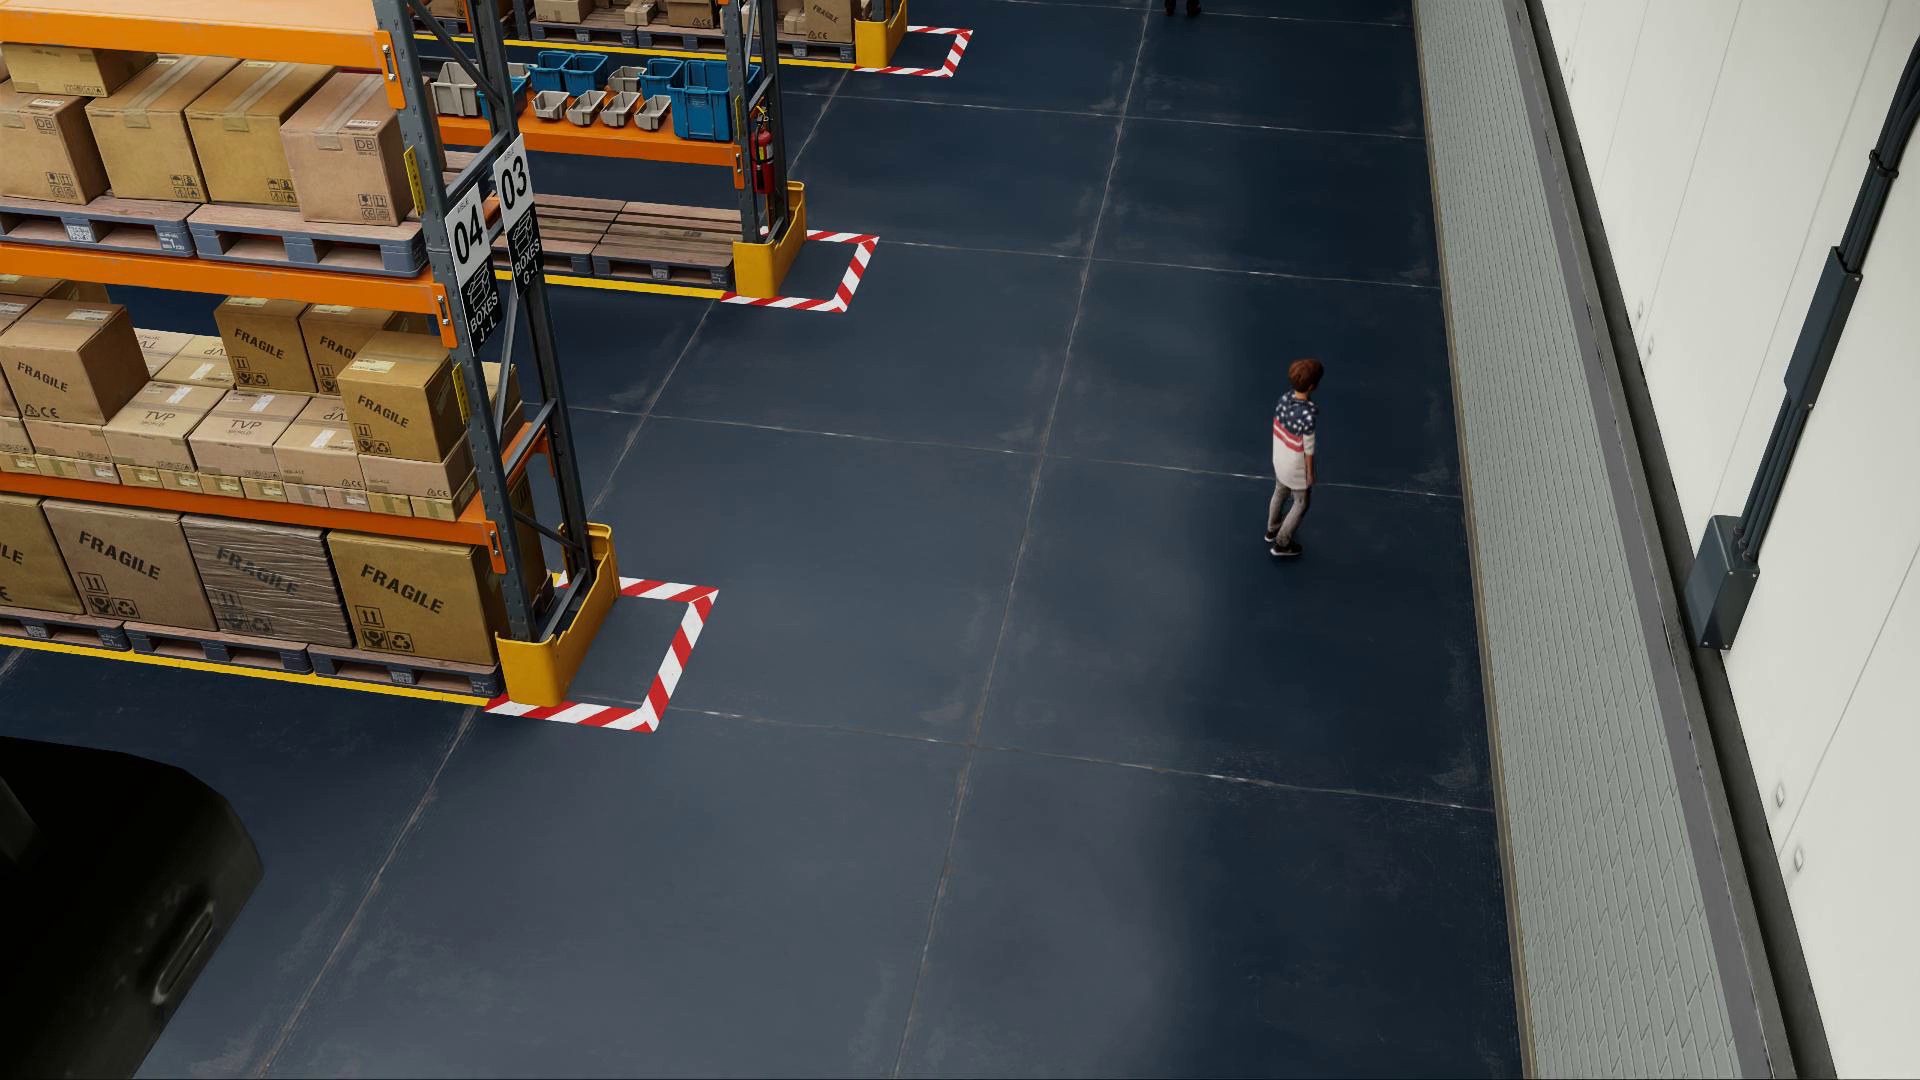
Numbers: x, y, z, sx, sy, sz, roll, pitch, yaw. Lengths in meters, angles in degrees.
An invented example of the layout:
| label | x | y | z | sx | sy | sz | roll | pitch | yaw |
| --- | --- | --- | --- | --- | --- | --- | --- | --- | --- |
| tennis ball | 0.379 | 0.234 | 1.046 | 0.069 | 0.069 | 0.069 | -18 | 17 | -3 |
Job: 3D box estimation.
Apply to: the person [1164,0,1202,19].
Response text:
| label | x | y | z | sx | sy | sz | roll | pitch | yaw |
| --- | --- | --- | --- | --- | --- | --- | --- | --- | --- |
| person | 2.507 | -6.686 | 18.396 | 0.539 | 1.755 | 0.724 | 9 | 39 | 11 |

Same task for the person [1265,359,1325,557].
| label | x | y | z | sx | sy | sz | roll | pitch | yaw |
| --- | --- | --- | --- | --- | --- | --- | --- | --- | --- |
| person | 2.159 | -0.525 | 10.779 | 0.679 | 1.437 | 0.639 | -16 | 41 | -19 |
